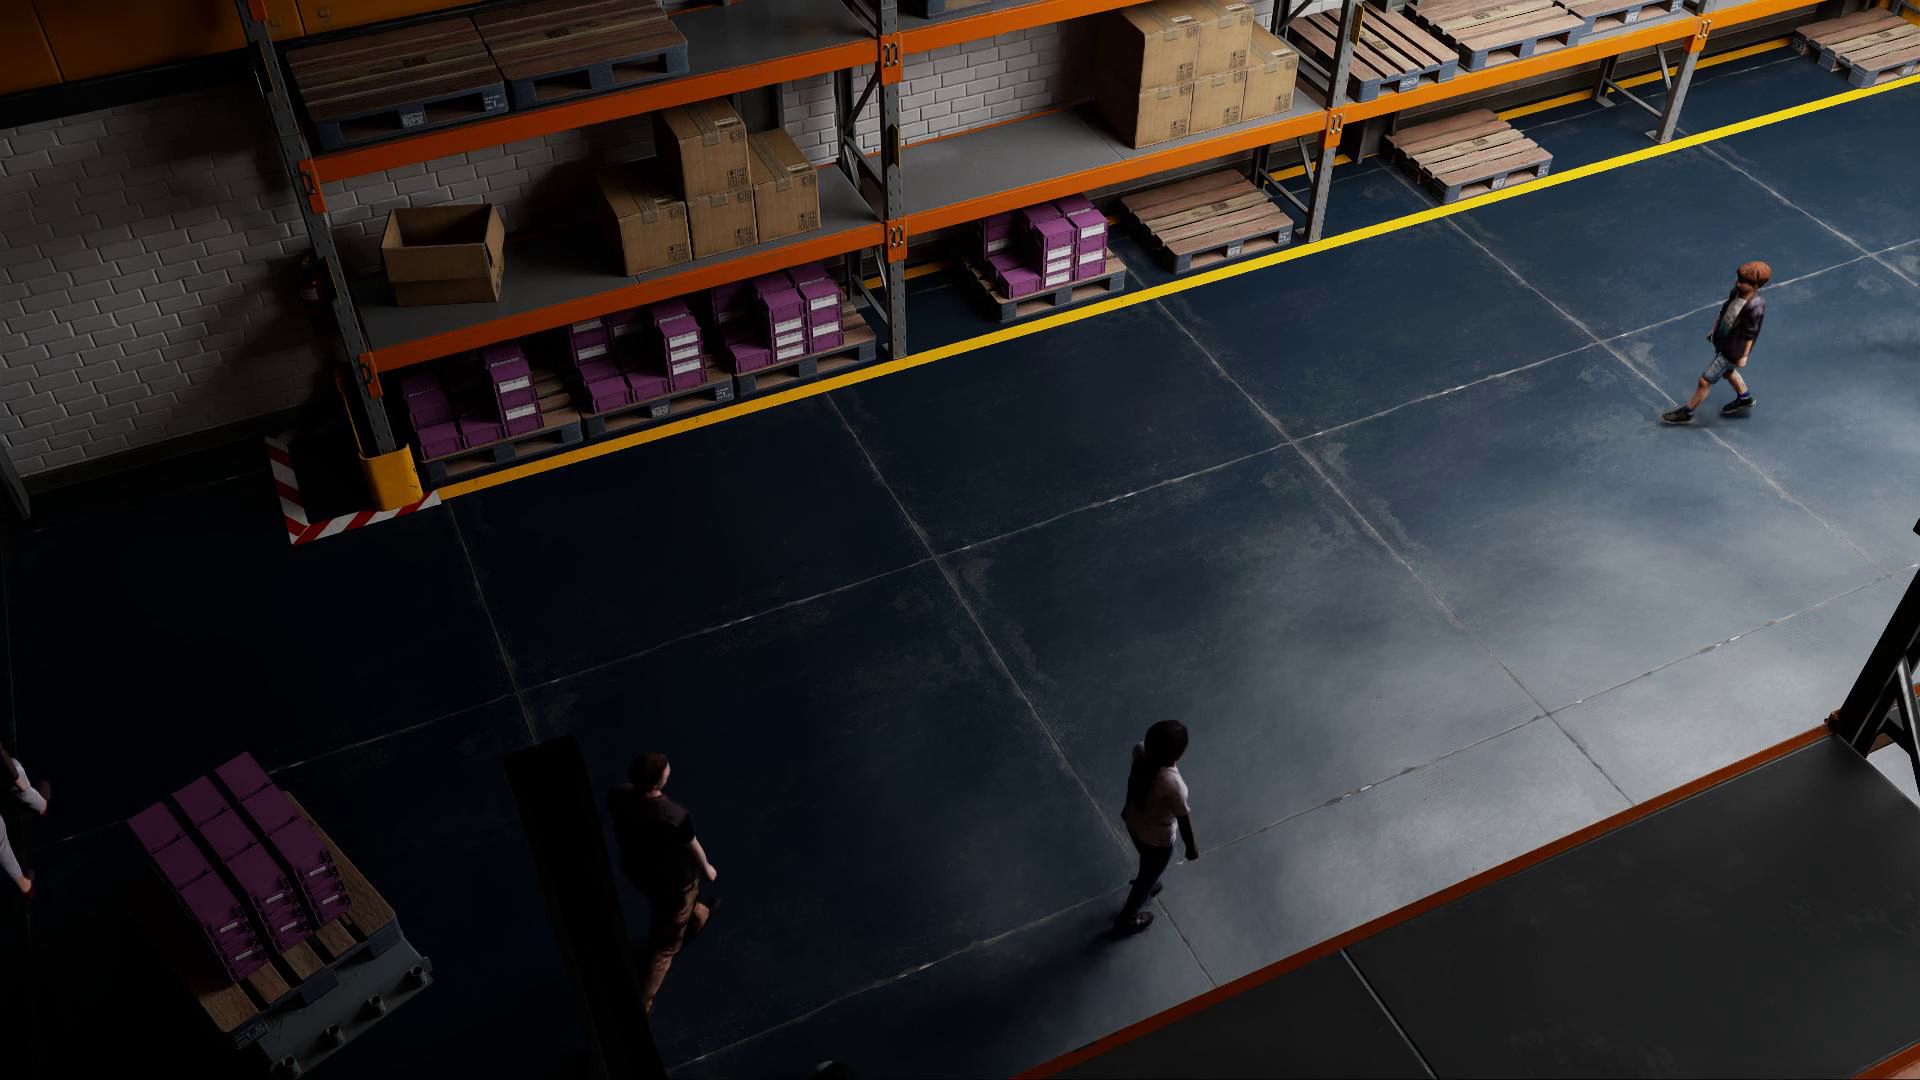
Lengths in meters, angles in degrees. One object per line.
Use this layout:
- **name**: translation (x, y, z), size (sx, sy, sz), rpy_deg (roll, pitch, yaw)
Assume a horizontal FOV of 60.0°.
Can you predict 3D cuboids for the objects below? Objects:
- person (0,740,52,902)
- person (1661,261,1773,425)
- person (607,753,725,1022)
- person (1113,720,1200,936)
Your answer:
- **person**: translation (-5.486, 1.405, 9.339), size (1.042, 1.558, 0.760), rpy_deg (-13, 45, -13)
- **person**: translation (5.836, -1.456, 12.446), size (1.039, 1.415, 0.782), rpy_deg (-1, 44, -1)
- **person**: translation (-1.620, 1.824, 8.729), size (1.079, 1.792, 1.314), rpy_deg (26, 49, 25)
- **person**: translation (0.975, 1.610, 9.015), size (0.622, 1.708, 0.589), rpy_deg (-17, 46, -17)
